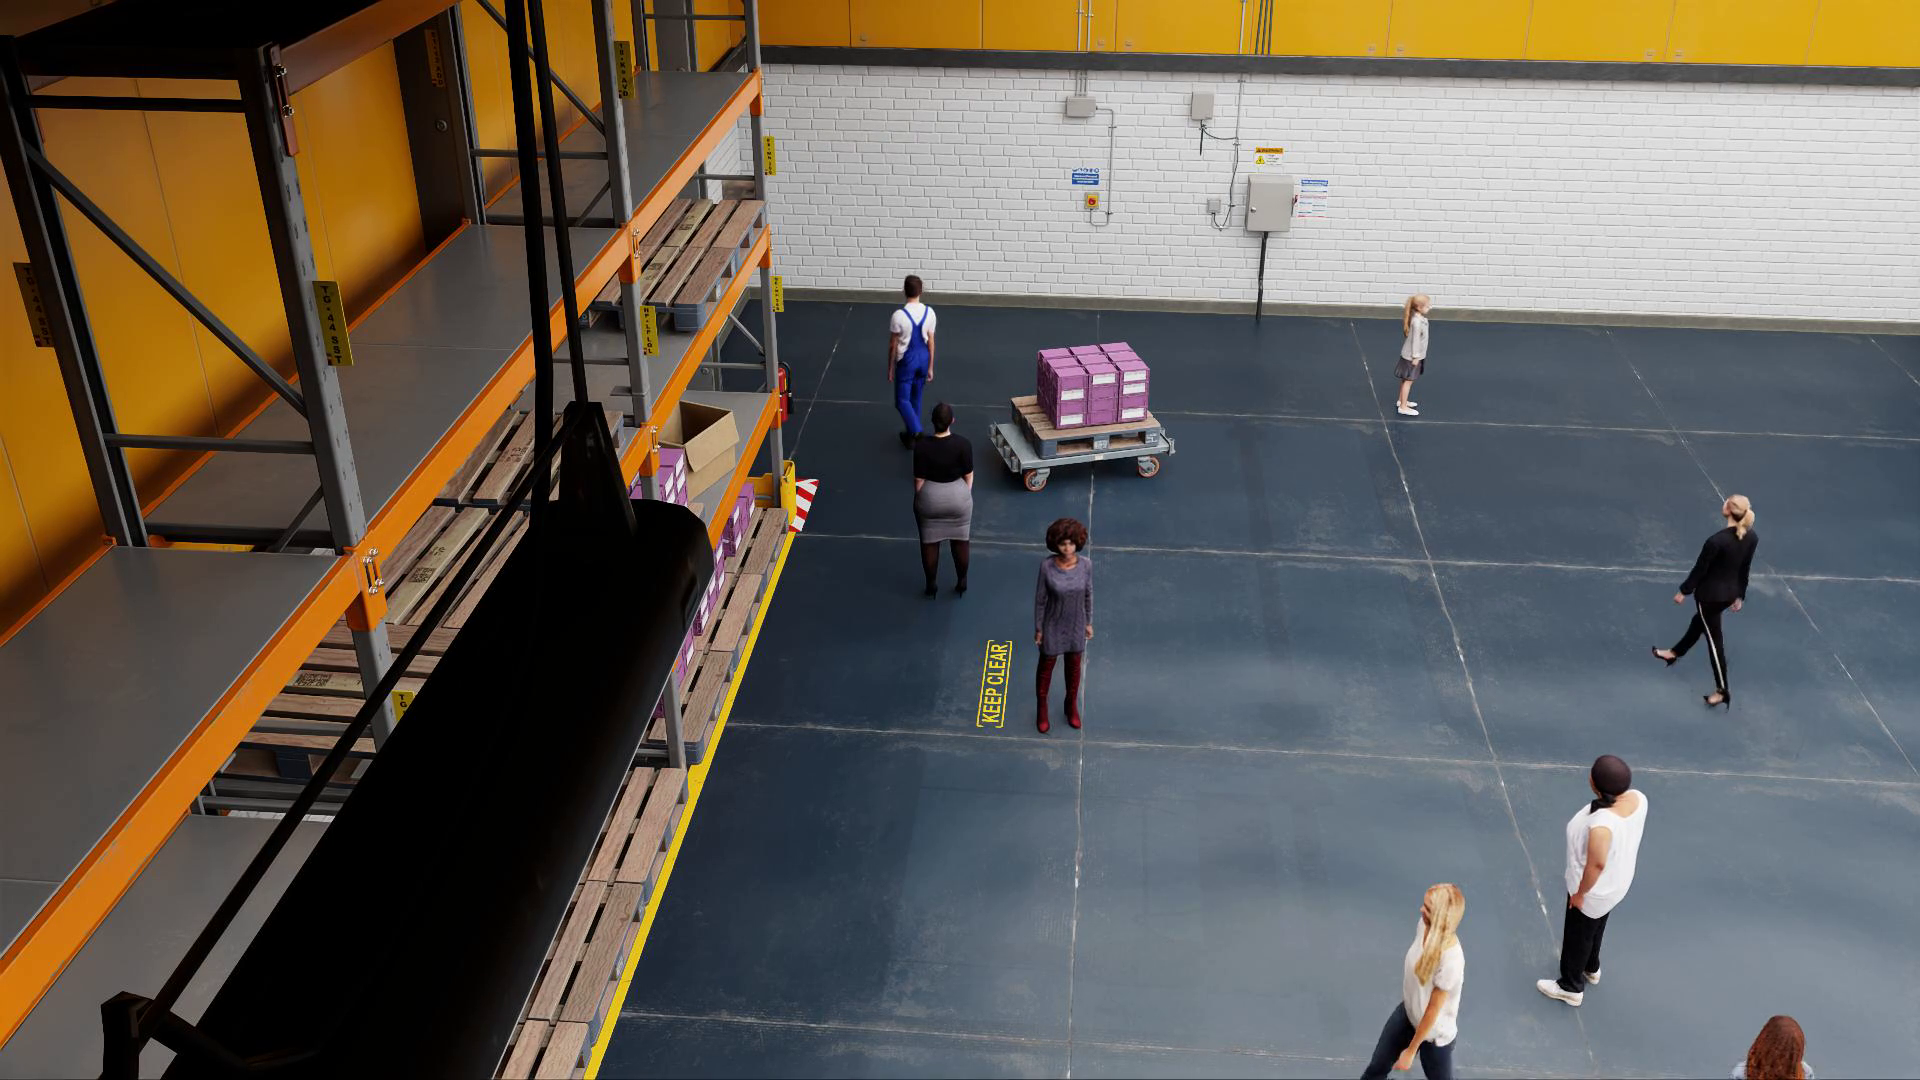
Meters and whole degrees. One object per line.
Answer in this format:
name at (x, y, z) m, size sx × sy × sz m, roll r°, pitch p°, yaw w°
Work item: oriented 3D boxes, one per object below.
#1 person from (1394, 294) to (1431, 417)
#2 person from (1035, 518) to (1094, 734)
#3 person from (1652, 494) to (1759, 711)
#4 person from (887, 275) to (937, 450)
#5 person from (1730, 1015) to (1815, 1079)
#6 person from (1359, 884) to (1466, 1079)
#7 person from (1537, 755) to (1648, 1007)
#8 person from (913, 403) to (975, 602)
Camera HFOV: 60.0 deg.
person at (4.699, -1.944, 17.261) m, size 0.584 × 1.277 × 0.477 m, roll 5°, pitch 29°, yaw 10°
person at (0.747, 0.619, 12.110) m, size 0.636 × 1.711 × 0.596 m, roll -4°, pitch 29°, yaw -8°
person at (5.676, 0.504, 12.376) m, size 0.954 × 1.657 × 1.154 m, roll -12°, pitch 31°, yaw -21°
person at (-0.449, -1.647, 16.138) m, size 0.987 × 1.831 × 1.186 m, roll -12°, pitch 31°, yaw -22°
person at (3.886, 2.937, 8.114) m, size 0.560 × 1.468 × 0.560 m, roll 2°, pitch 29°, yaw 3°
person at (2.498, 2.513, 8.571) m, size 0.829 × 1.774 × 1.055 m, roll -4°, pitch 29°, yaw -8°
person at (3.684, 1.958, 9.680) m, size 0.753 × 1.687 × 0.824 m, roll -25°, pitch 37°, yaw -37°
person at (-0.132, -0.313, 13.766) m, size 0.705 × 1.760 × 0.673 m, roll -3°, pitch 29°, yaw -5°
